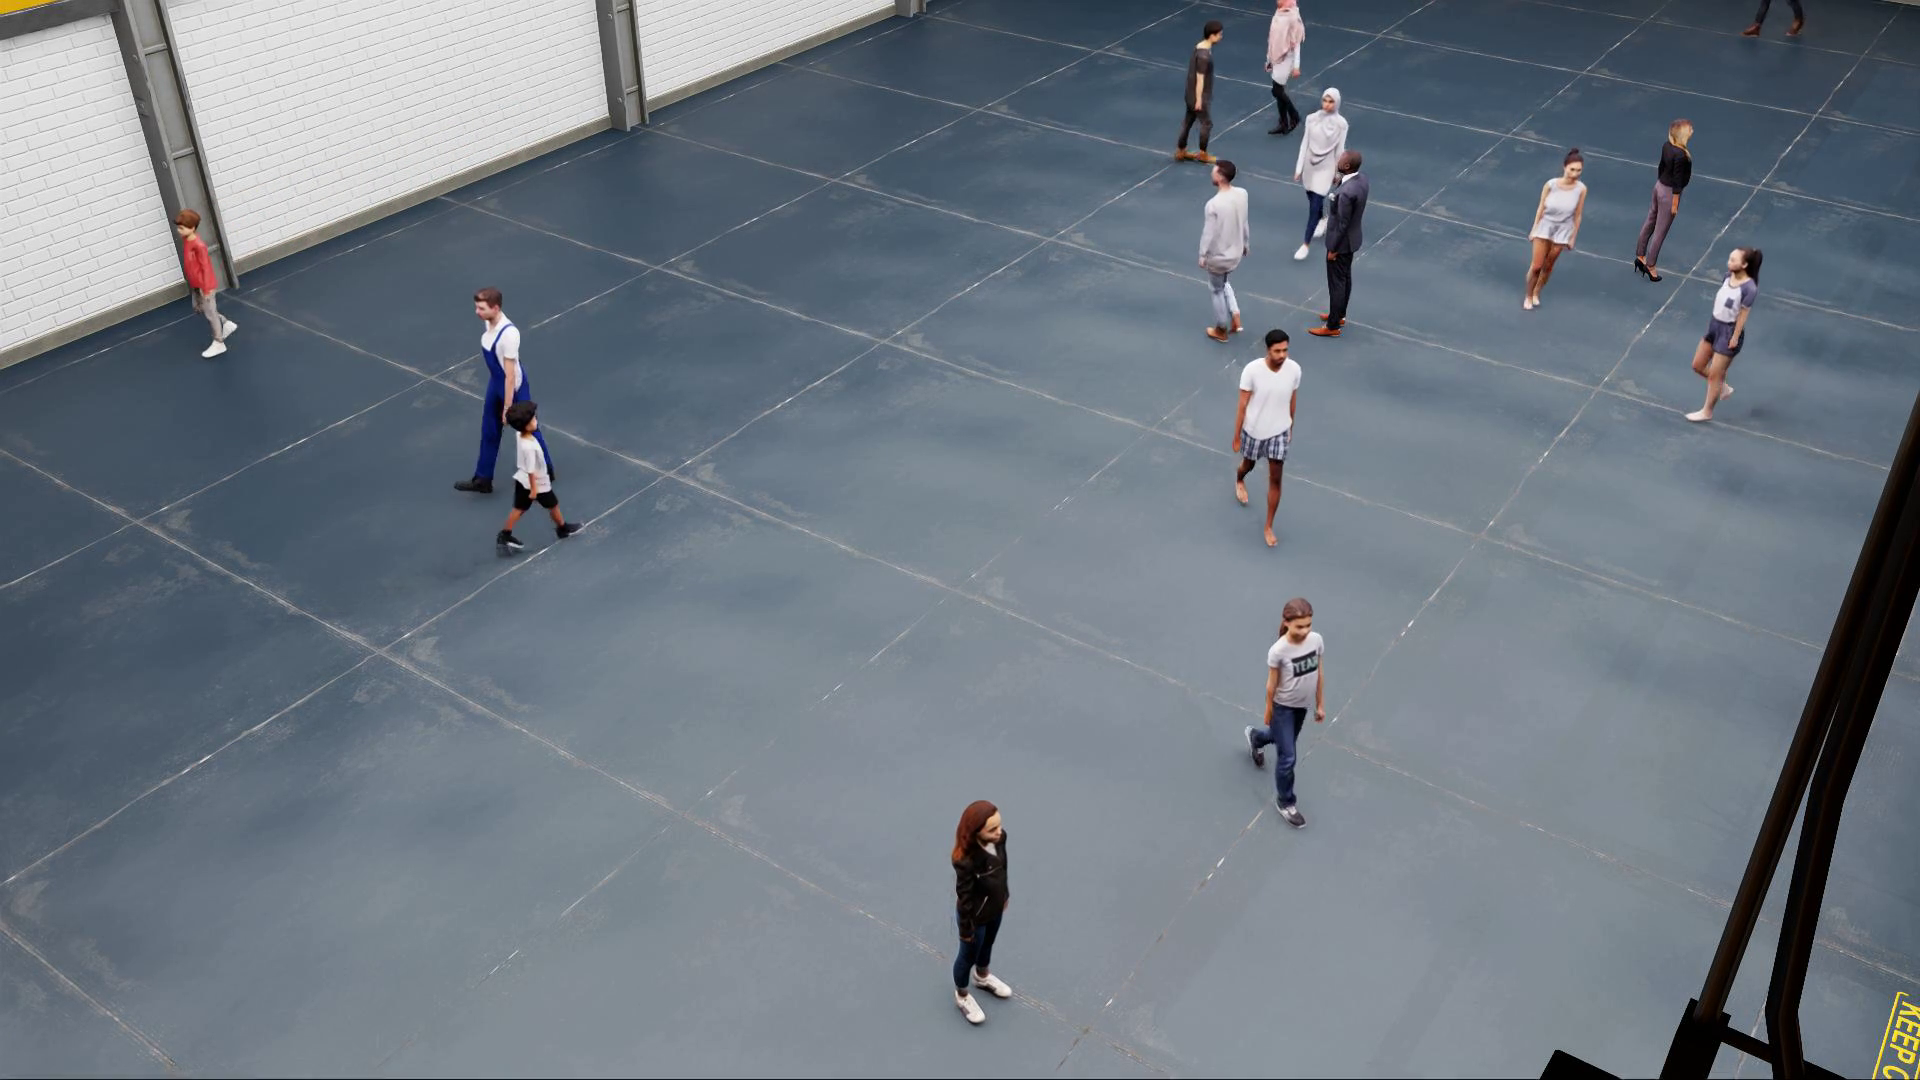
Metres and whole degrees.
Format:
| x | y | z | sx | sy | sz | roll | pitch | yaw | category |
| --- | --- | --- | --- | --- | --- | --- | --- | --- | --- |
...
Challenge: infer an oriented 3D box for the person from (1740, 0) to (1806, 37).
| x | y | z | sx | sy | sz | roll | pitch | yaw | category |
| --- | --- | --- | --- | --- | --- | --- | --- | --- | --- |
| 11.836 | -8.046 | 23.632 | 1.267 | 1.824 | 1.176 | -7 | 34 | -10 | person |

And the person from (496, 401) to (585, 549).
| x | y | z | sx | sy | sz | roll | pitch | yaw | category |
| --- | --- | --- | --- | --- | --- | --- | --- | --- | --- |
| -3.351 | -0.468 | 12.758 | 0.968 | 1.242 | 0.724 | -19 | 38 | -26 | person |

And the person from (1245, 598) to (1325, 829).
| x | y | z | sx | sy | sz | roll | pitch | yaw | category |
| --- | --- | --- | --- | --- | --- | --- | --- | --- | --- |
| 2.017 | 0.974 | 10.321 | 1.005 | 1.539 | 0.891 | -16 | 37 | -22 | person |

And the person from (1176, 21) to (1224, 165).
| x | y | z | sx | sy | sz | roll | pitch | yaw | category |
| --- | --- | --- | --- | --- | --- | --- | --- | --- | --- |
| 2.730 | -5.249 | 19.550 | 0.913 | 1.686 | 0.857 | -6 | 34 | -9 | person |

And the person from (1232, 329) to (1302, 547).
| x | y | z | sx | sy | sz | roll | pitch | yaw | category |
| --- | --- | --- | --- | --- | --- | --- | --- | --- | --- |
| 2.360 | -0.890 | 12.987 | 1.079 | 1.692 | 1.190 | -3 | 34 | -4 | person |

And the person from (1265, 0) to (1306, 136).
| x | y | z | sx | sy | sz | roll | pitch | yaw | category |
| --- | --- | --- | --- | --- | --- | --- | --- | --- | --- |
| 4.050 | -5.849 | 20.364 | 0.884 | 1.783 | 0.830 | -13 | 36 | -19 | person |

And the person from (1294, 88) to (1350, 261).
| x | y | z | sx | sy | sz | roll | pitch | yaw | category |
| --- | --- | --- | --- | --- | --- | --- | --- | --- | --- |
| 3.789 | -3.882 | 17.443 | 0.603 | 1.742 | 1.124 | 22 | 39 | 29 | person |

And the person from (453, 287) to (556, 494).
| x | y | z | sx | sy | sz | roll | pitch | yaw | category |
| --- | --- | --- | --- | --- | --- | --- | --- | --- | --- |
| -3.540 | -1.216 | 13.356 | 1.126 | 1.826 | 0.850 | -23 | 40 | -30 | person |

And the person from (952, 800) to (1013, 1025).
| x | y | z | sx | sy | sz | roll | pitch | yaw | category |
| --- | --- | --- | --- | --- | --- | --- | --- | --- | --- |
| 0.104 | 1.947 | 8.908 | 0.600 | 1.481 | 0.436 | 20 | 39 | 28 | person |

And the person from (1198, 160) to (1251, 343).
| x | y | z | sx | sy | sz | roll | pitch | yaw | category |
| --- | --- | --- | --- | --- | --- | --- | --- | --- | --- |
| 2.517 | -2.651 | 15.519 | 0.756 | 1.820 | 0.880 | -20 | 38 | -27 | person |

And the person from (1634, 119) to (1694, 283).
| x | y | z | sx | sy | sz | roll | pitch | yaw | category |
| --- | --- | --- | --- | --- | --- | --- | --- | --- | --- |
| 7.142 | -3.459 | 16.870 | 0.732 | 1.672 | 0.649 | -2 | 34 | -3 | person |

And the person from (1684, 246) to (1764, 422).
| x | y | z | sx | sy | sz | roll | pitch | yaw | category |
| --- | --- | --- | --- | --- | --- | --- | --- | --- | --- |
| 6.687 | -1.768 | 14.357 | 0.825 | 1.638 | 0.765 | -4 | 34 | -6 | person |

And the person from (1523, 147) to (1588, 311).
| x | y | z | sx | sy | sz | roll | pitch | yaw | category |
| --- | --- | --- | --- | --- | --- | --- | --- | --- | --- |
| 5.833 | -3.074 | 16.345 | 0.704 | 1.611 | 0.747 | 7 | 34 | 10 | person |

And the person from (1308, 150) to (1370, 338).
| x | y | z | sx | sy | sz | roll | pitch | yaw | category |
| --- | --- | --- | --- | --- | --- | --- | --- | --- | --- |
| 3.629 | -2.822 | 15.773 | 0.760 | 1.824 | 0.547 | 18 | 37 | 24 | person |

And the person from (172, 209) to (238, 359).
| x | y | z | sx | sy | sz | roll | pitch | yaw | category |
| --- | --- | --- | --- | --- | --- | --- | --- | --- | --- |
| -7.049 | -2.439 | 15.569 | 0.702 | 1.413 | 0.620 | -28 | 43 | -35 | person |
